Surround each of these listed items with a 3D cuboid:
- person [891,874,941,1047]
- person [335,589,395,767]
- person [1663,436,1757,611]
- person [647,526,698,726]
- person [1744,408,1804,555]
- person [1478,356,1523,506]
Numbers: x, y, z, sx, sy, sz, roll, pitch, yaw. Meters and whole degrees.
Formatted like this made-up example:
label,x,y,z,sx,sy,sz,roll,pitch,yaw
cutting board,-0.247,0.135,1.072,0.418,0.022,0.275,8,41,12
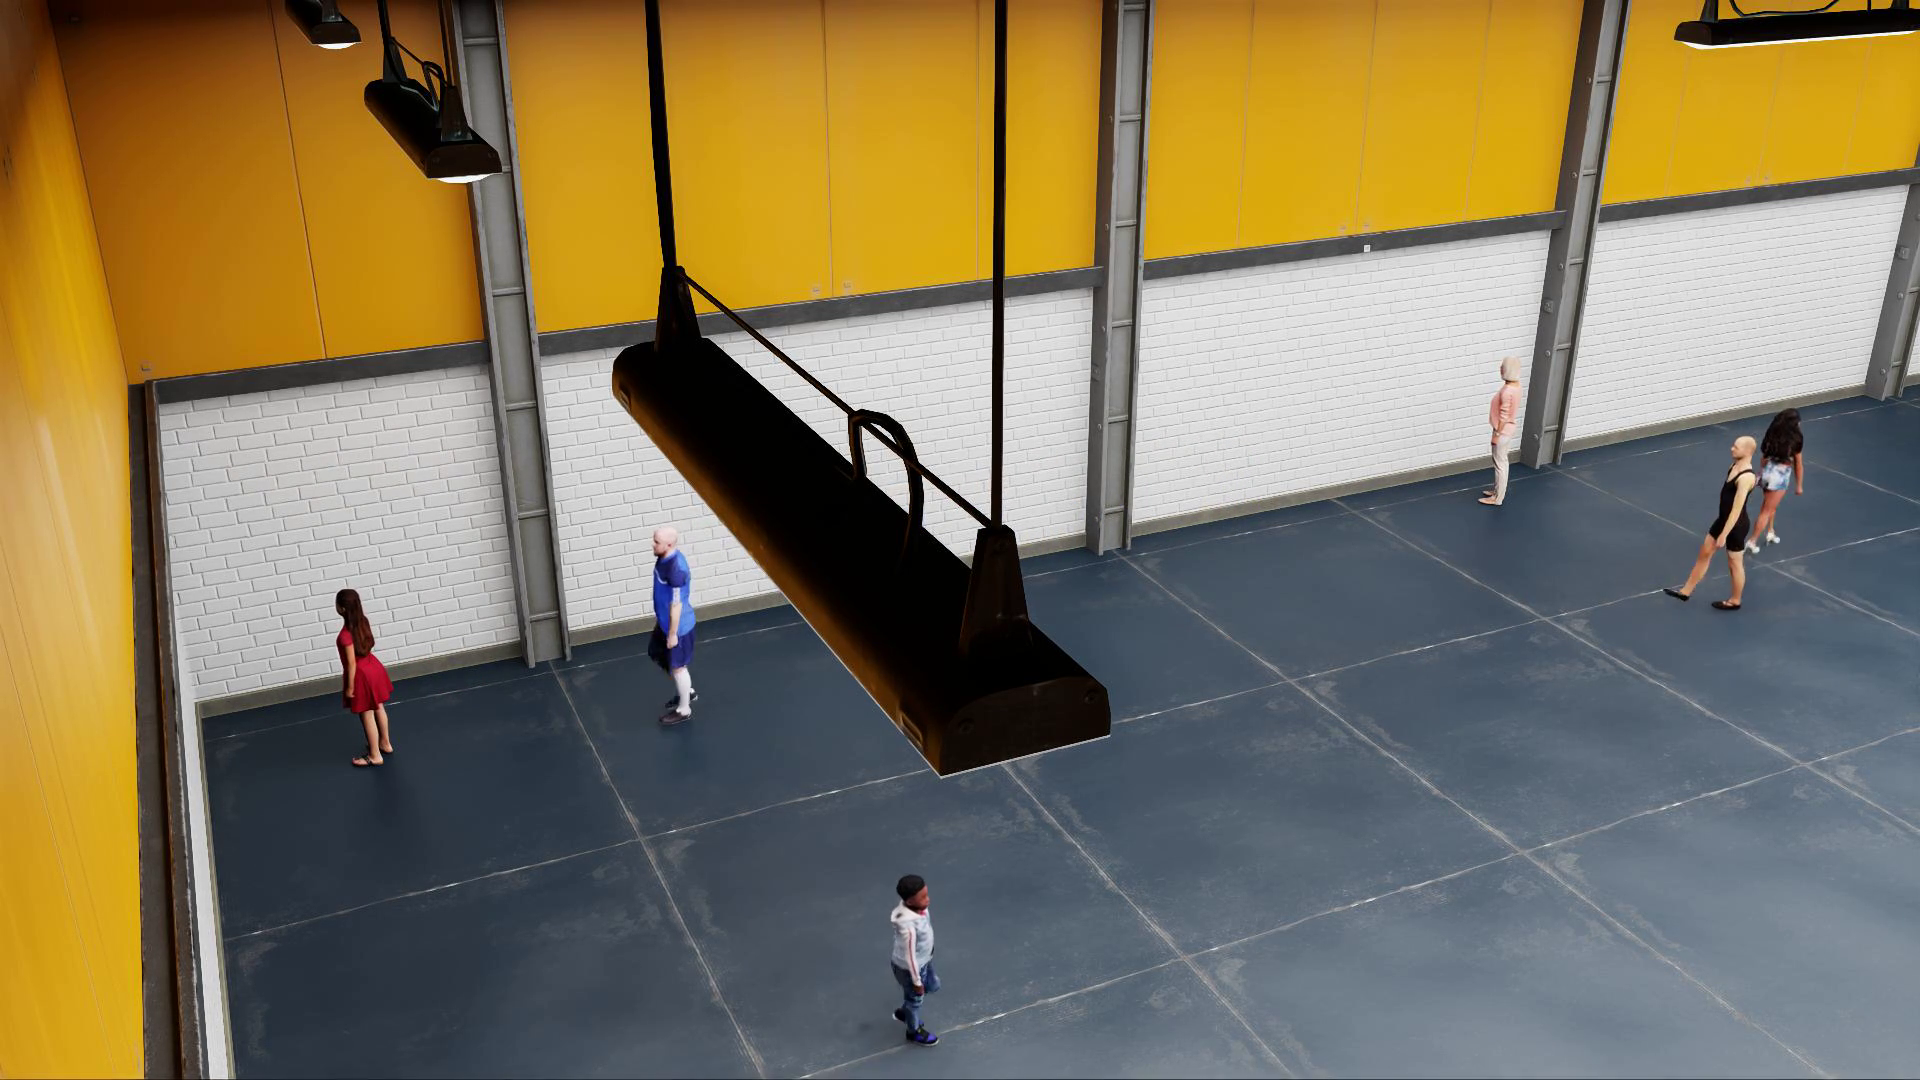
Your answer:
label,x,y,z,sx,sy,sz,roll,pitch,yaw
person,-0.341,2.619,10.439,0.661,1.253,0.611,4,24,8
person,-4.861,1.099,13.541,0.736,1.553,0.677,4,24,9
person,7.543,-0.129,16.050,1.092,1.794,0.975,3,24,7
person,-2.360,0.699,14.109,0.619,1.831,0.688,-9,25,-20
person,8.422,-0.578,17.316,0.778,1.603,0.564,-10,25,-21
person,6.104,-1.238,18.672,0.741,1.725,0.651,12,26,26
